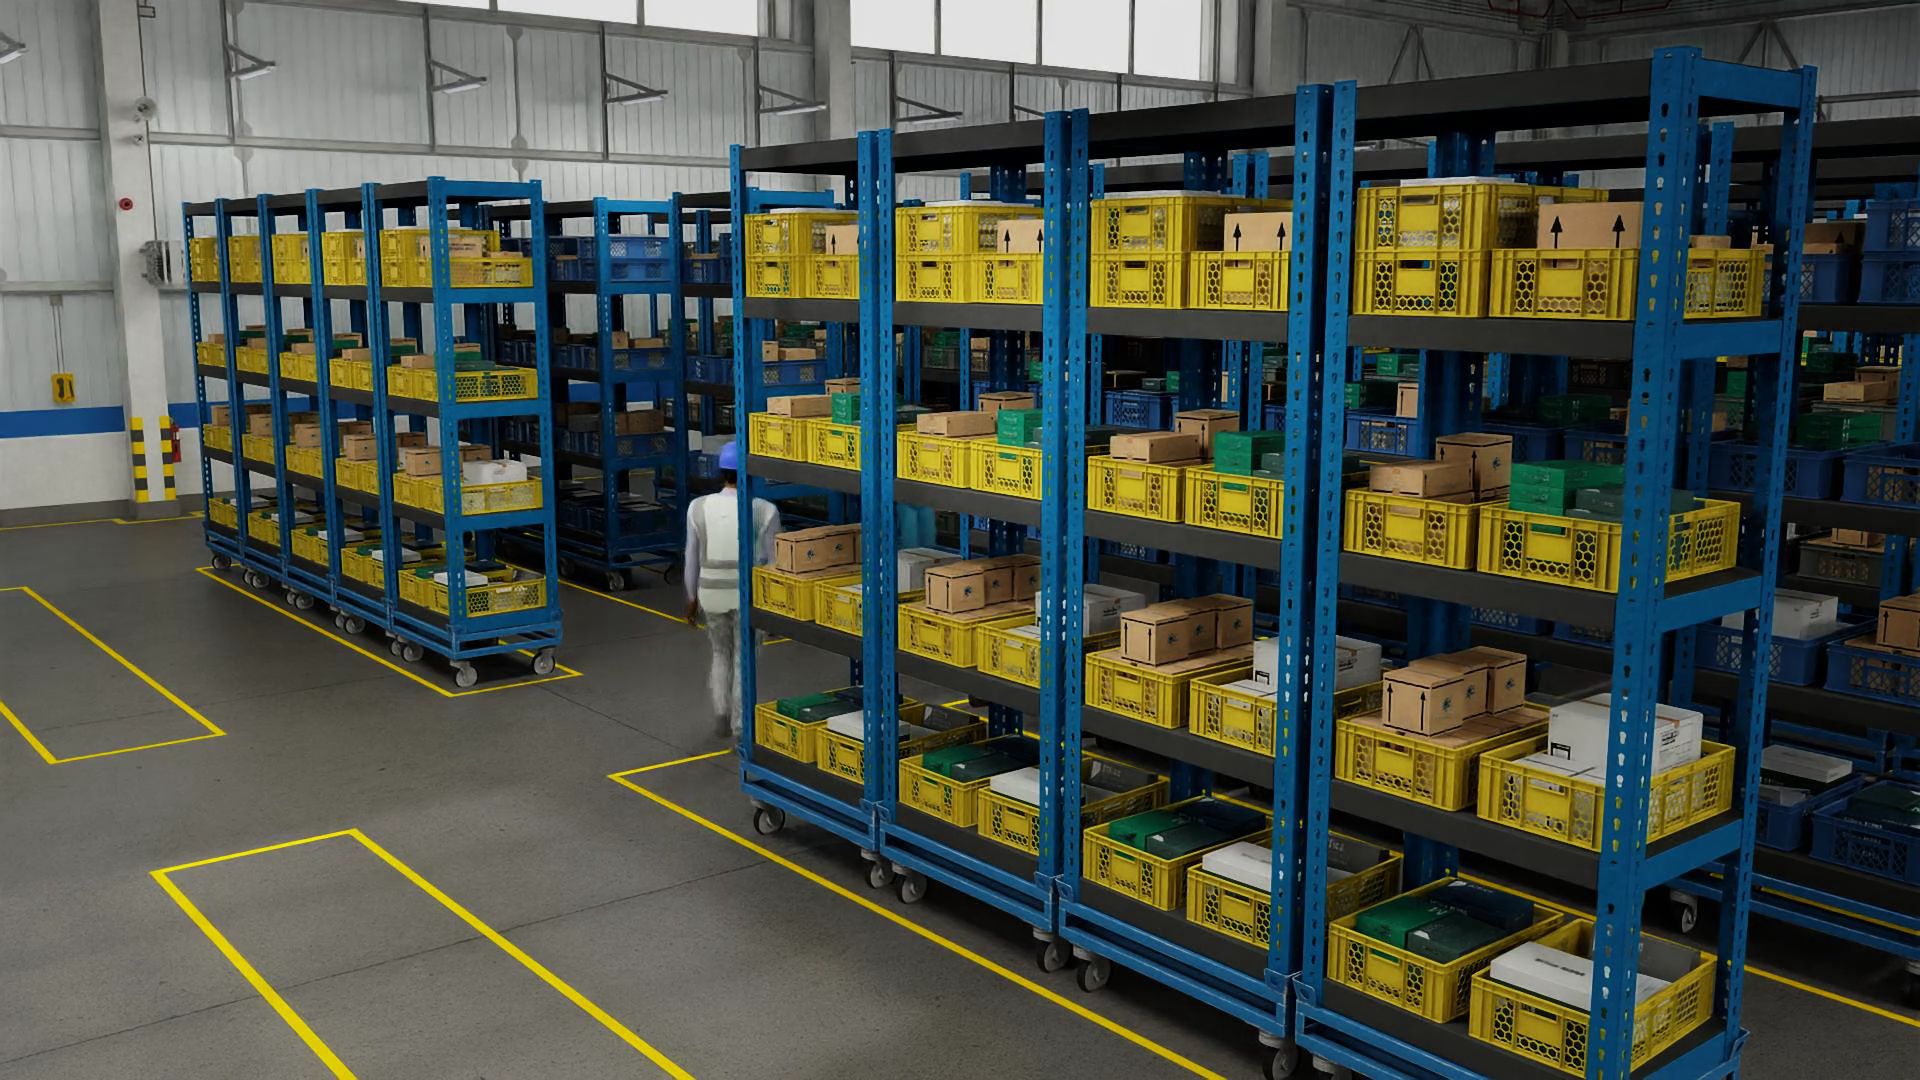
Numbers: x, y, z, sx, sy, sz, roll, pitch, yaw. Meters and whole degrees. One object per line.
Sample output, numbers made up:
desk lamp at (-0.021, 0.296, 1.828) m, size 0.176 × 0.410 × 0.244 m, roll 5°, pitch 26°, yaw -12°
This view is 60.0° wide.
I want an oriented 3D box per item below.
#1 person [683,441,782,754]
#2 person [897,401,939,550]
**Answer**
person at (-1.369, 0.348, 10.320) m, size 0.652 × 1.929 × 0.518 m, roll 2°, pitch 10°, yaw 9°
person at (-0.433, -0.308, 14.599) m, size 0.584 × 1.835 × 0.579 m, roll -8°, pitch 12°, yaw -40°
